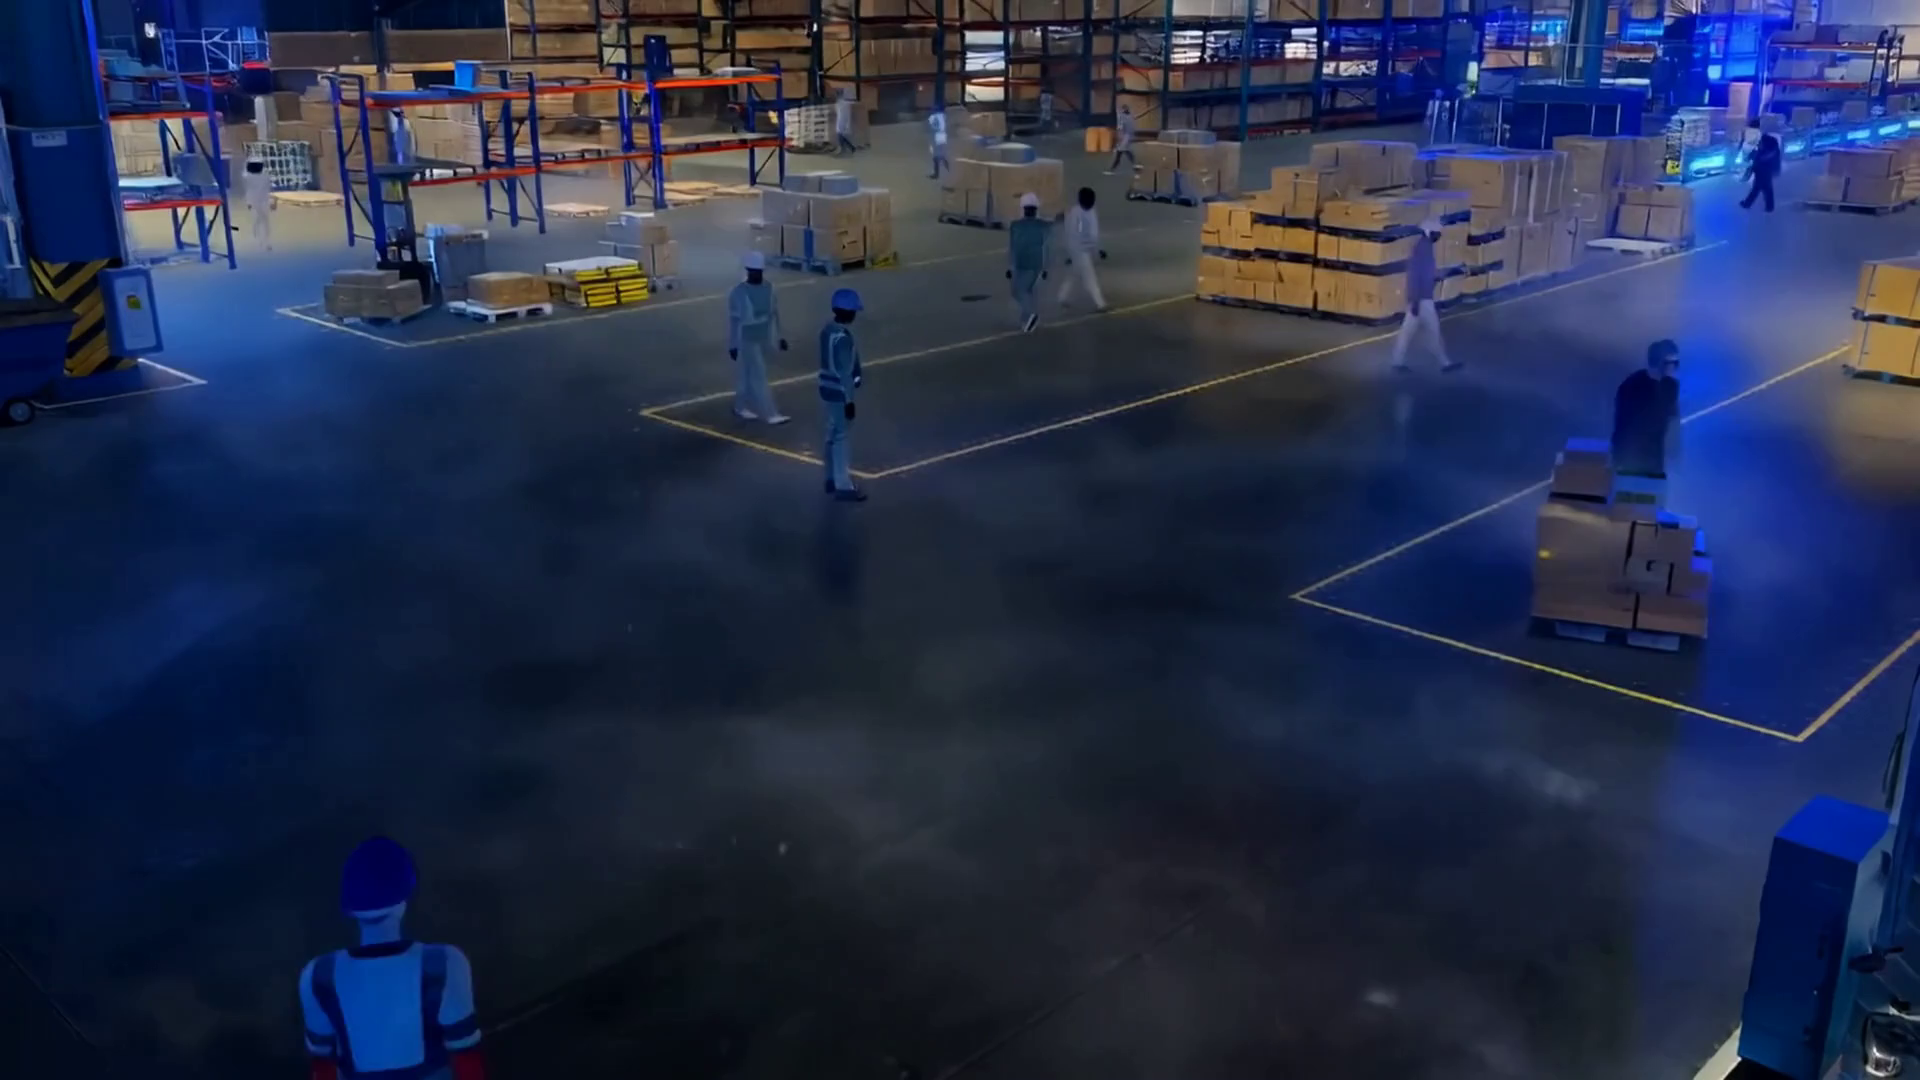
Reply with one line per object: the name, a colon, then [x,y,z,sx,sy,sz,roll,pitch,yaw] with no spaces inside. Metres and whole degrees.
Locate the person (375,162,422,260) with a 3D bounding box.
person: [-9.570,-5.527,28.242,0.867,1.733,0.533,-13,22,-34]

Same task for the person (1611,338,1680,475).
person: [5.505,-0.642,13.197,0.662,1.927,0.571,-12,22,-33]

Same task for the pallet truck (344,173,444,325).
pallet truck: [-8.209,-4.181,23.757,0.823,1.965,1.885,3,19,9]

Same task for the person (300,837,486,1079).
person: [-1.888,1.876,5.679,0.583,1.883,0.985,-3,19,-10]

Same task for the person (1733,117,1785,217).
person: [16.601,-7.765,34.490,0.700,2.000,1.029,-15,24,-39]

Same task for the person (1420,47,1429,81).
person: [21.624,-22.002,77.562,0.561,1.923,0.582,-15,23,-38]

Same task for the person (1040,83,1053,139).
person: [2.712,-13.464,52.199,0.317,1.695,0.549,-14,23,-35]

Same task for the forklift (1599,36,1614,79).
forklift: [23.848,-17.460,62.387,1.129,2.768,1.873,17,25,41]

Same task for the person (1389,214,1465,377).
person: [5.725,-2.949,20.117,0.955,1.955,0.616,3,19,9]

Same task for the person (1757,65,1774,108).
person: [31.751,-17.849,65.507,0.498,1.634,0.280,12,22,33]

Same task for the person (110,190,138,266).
person: [-12.471,-4.388,24.852,0.318,1.696,0.533,-11,21,-29]

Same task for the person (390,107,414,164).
person: [-13.771,-9.846,41.070,0.540,1.844,0.359,-7,20,-21]

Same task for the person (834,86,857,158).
person: [-3.192,-11.576,46.117,0.645,1.946,0.633,6,19,18]

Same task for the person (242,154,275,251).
person: [-12.573,-6.056,29.817,0.474,1.724,0.491,17,25,42]

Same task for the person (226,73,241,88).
person: [-23.564,-14.196,54.070,0.592,1.915,0.391,9,20,25]

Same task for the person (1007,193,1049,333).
person: [0.942,-3.721,22.505,0.616,1.908,0.536,-10,21,-27]

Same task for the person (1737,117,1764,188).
person: [18.688,-9.167,39.325,0.887,1.649,0.547,-17,25,-41]

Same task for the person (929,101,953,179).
person: [-0.460,-9.817,40.896,0.721,1.909,0.552,12,22,33]

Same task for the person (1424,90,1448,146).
person: [13.551,-11.876,47.265,0.583,1.803,0.894,16,24,39]

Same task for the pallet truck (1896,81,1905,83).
pallet truck: [34.802,-16.331,61.455,0.653,1.274,1.630,17,25,41]

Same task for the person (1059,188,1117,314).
person: [1.861,-4.194,24.135,0.995,1.779,0.624,9,20,25]

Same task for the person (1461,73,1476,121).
person: [17.997,-15.689,58.915,0.535,1.678,0.438,7,20,20]

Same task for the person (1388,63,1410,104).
person: [16.563,-17.066,62.801,0.675,1.845,1.005,-7,20,-21]

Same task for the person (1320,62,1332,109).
person: [13.533,-16.699,61.565,0.630,1.940,0.372,-11,21,-30]

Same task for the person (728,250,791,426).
person: [-2.149,-2.171,17.893,0.960,1.877,0.596,12,22,33]

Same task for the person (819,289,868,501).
person: [-1.087,-1.333,15.259,0.402,1.944,0.605,-7,20,-20]

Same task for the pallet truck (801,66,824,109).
pallet truck: [-4.812,-15.182,56.903,0.823,1.965,1.885,-9,21,-26]

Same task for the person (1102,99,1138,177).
person: [4.075,-10.023,41.526,0.973,1.887,0.567,8,20,23]

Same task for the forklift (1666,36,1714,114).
forklift: [27.341,-17.291,61.877,1.129,2.768,1.873,17,25,41]

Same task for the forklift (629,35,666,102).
forklift: [-11.553,-17.681,63.053,1.129,2.768,1.873,17,25,41]
